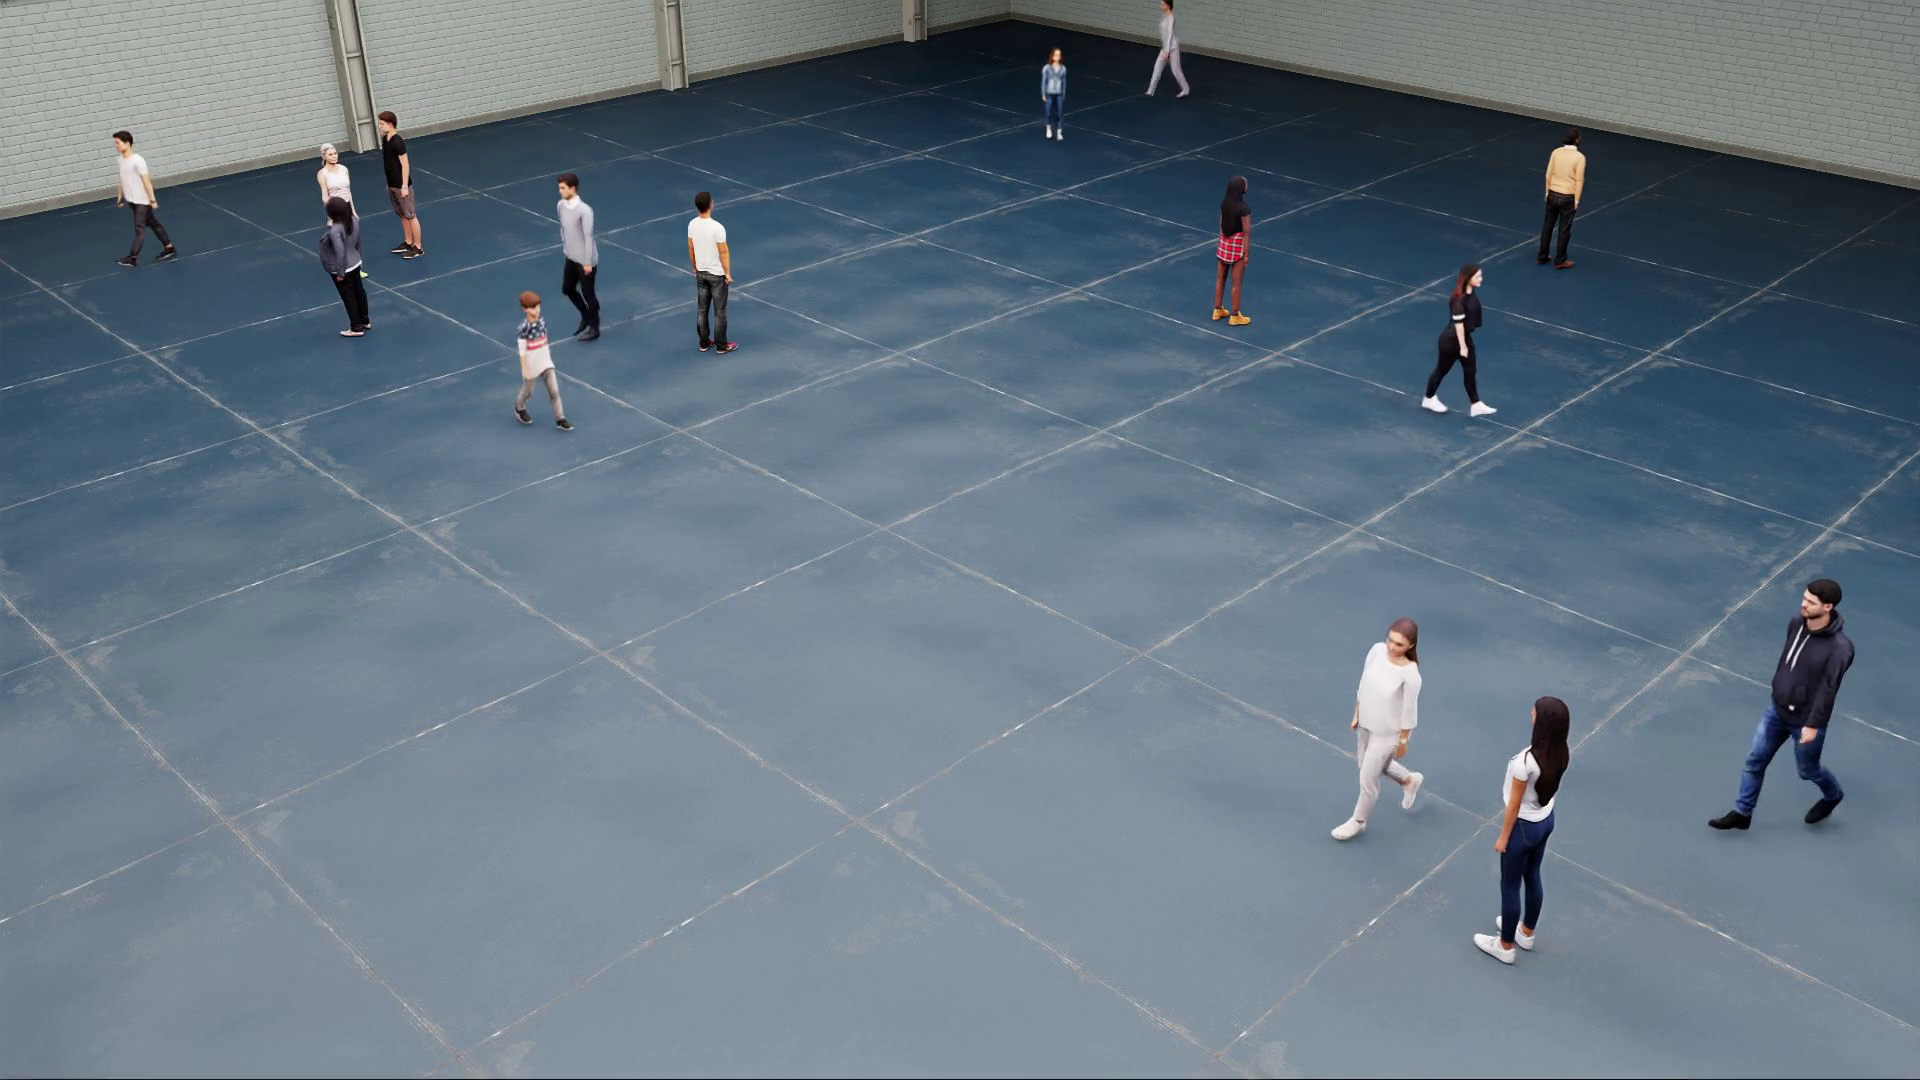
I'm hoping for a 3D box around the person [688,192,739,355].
[{"bbox_3d":[-2.753,-2.948,18.319,0.701,1.803,0.639,14,31,24],"label":"person"}]

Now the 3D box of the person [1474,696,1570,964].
[{"bbox_3d":[3.311,1.683,9.654,0.449,1.774,0.645,-23,35,-36],"label":"person"}]

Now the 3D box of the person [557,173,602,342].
[{"bbox_3d":[-4.174,-3.195,18.669,0.773,1.911,0.674,20,34,32],"label":"person"}]

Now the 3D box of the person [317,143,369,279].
[{"bbox_3d":[-7.650,-4.038,20.473,0.718,1.702,0.556,15,31,26],"label":"person"}]

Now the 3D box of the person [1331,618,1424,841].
[{"bbox_3d":[2.775,1.179,10.714,1.026,1.667,0.798,-13,31,-23],"label":"person"}]

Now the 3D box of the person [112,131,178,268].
[{"bbox_3d":[-10.307,-4.334,21.050,0.731,1.682,1.093,20,34,32],"label":"person"}]

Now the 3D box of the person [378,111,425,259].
[{"bbox_3d":[-7.166,-4.564,21.293,0.571,1.860,0.693,-22,35,-36],"label":"person"}]

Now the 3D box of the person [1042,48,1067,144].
[{"bbox_3d":[1.466,-7.080,26.467,1.005,1.438,1.004,-3,28,-6],"label":"person"}]

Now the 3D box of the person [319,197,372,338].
[{"bbox_3d":[-6.946,-3.106,18.829,0.860,1.603,0.780,5,28,9],"label":"person"}]

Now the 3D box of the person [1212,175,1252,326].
[{"bbox_3d":[3.142,-3.342,19.138,0.631,1.728,0.645,-19,33,-32],"label":"person"}]

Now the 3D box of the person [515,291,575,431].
[{"bbox_3d":[-4.263,-1.785,16.555,0.682,1.409,0.937,20,34,33],"label":"person"}]

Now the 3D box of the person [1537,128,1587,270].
[{"bbox_3d":[7.575,-4.307,20.923,0.621,1.754,0.675,-20,34,-33],"label":"person"}]

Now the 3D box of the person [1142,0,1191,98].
[{"bbox_3d":[3.726,-8.523,28.867,1.215,1.729,0.964,-6,29,-12],"label":"person"}]

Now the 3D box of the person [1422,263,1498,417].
[{"bbox_3d":[4.938,-2.021,16.786,0.752,1.608,0.952,19,34,32],"label":"person"}]

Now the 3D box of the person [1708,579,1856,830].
[{"bbox_3d":[5.474,1.100,10.660,1.277,1.858,1.061,-8,29,-14],"label":"person"}]
